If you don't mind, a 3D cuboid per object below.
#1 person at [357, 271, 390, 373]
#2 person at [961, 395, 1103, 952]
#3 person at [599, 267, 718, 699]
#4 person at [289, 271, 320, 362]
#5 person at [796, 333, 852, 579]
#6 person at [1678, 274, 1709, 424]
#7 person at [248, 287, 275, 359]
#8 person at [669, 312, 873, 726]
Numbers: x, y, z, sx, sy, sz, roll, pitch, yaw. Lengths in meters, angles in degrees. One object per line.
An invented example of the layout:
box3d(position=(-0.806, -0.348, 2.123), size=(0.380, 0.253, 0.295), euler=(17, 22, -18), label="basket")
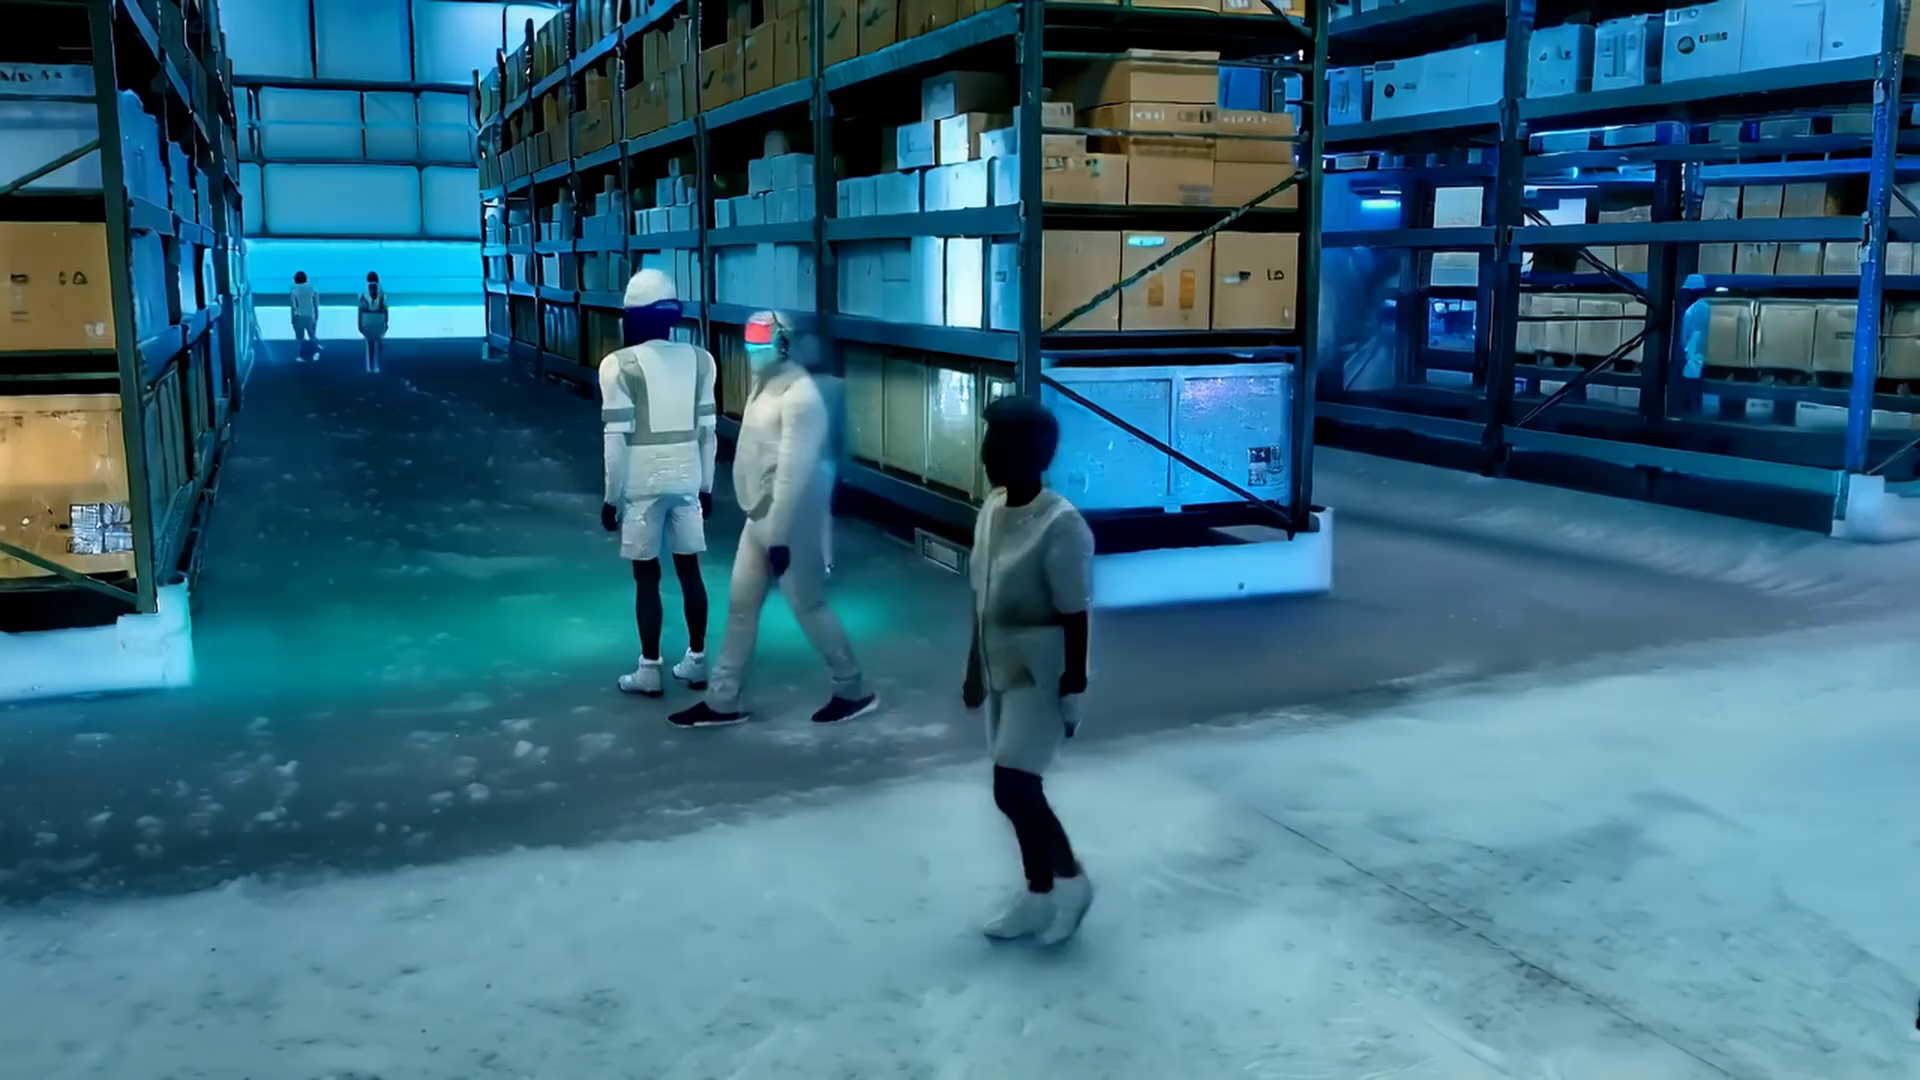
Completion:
box3d(position=(-10.972, -4.077, 31.159), size=(0.543, 1.917, 0.513), euler=(-5, 11, -28), label="person")
box3d(position=(0.188, 0.413, 4.968), size=(0.375, 1.686, 0.547), euler=(-5, 11, -26), label="person")
box3d(position=(-1.442, -0.266, 7.947), size=(0.607, 2.048, 0.370), euler=(-8, 12, -40), label="person")
box3d(position=(-13.708, -4.675, 34.819), size=(0.628, 1.895, 0.928), euler=(-7, 12, -36), label="person")
box3d(position=(-0.965, -0.507, 10.638), size=(0.522, 1.617, 0.425), euler=(-4, 10, -22), label="person")
box3d(position=(9.099, -2.330, 20.690), size=(0.418, 1.925, 0.565), euler=(5, 11, 28), label="person")
box3d(position=(-14.771, -4.572, 34.758), size=(0.700, 1.699, 0.550), euler=(1, 10, 4), label="person")
box3d(position=(-0.807, -0.077, 7.379), size=(0.904, 1.864, 0.653), euler=(-4, 10, -23), label="person")
